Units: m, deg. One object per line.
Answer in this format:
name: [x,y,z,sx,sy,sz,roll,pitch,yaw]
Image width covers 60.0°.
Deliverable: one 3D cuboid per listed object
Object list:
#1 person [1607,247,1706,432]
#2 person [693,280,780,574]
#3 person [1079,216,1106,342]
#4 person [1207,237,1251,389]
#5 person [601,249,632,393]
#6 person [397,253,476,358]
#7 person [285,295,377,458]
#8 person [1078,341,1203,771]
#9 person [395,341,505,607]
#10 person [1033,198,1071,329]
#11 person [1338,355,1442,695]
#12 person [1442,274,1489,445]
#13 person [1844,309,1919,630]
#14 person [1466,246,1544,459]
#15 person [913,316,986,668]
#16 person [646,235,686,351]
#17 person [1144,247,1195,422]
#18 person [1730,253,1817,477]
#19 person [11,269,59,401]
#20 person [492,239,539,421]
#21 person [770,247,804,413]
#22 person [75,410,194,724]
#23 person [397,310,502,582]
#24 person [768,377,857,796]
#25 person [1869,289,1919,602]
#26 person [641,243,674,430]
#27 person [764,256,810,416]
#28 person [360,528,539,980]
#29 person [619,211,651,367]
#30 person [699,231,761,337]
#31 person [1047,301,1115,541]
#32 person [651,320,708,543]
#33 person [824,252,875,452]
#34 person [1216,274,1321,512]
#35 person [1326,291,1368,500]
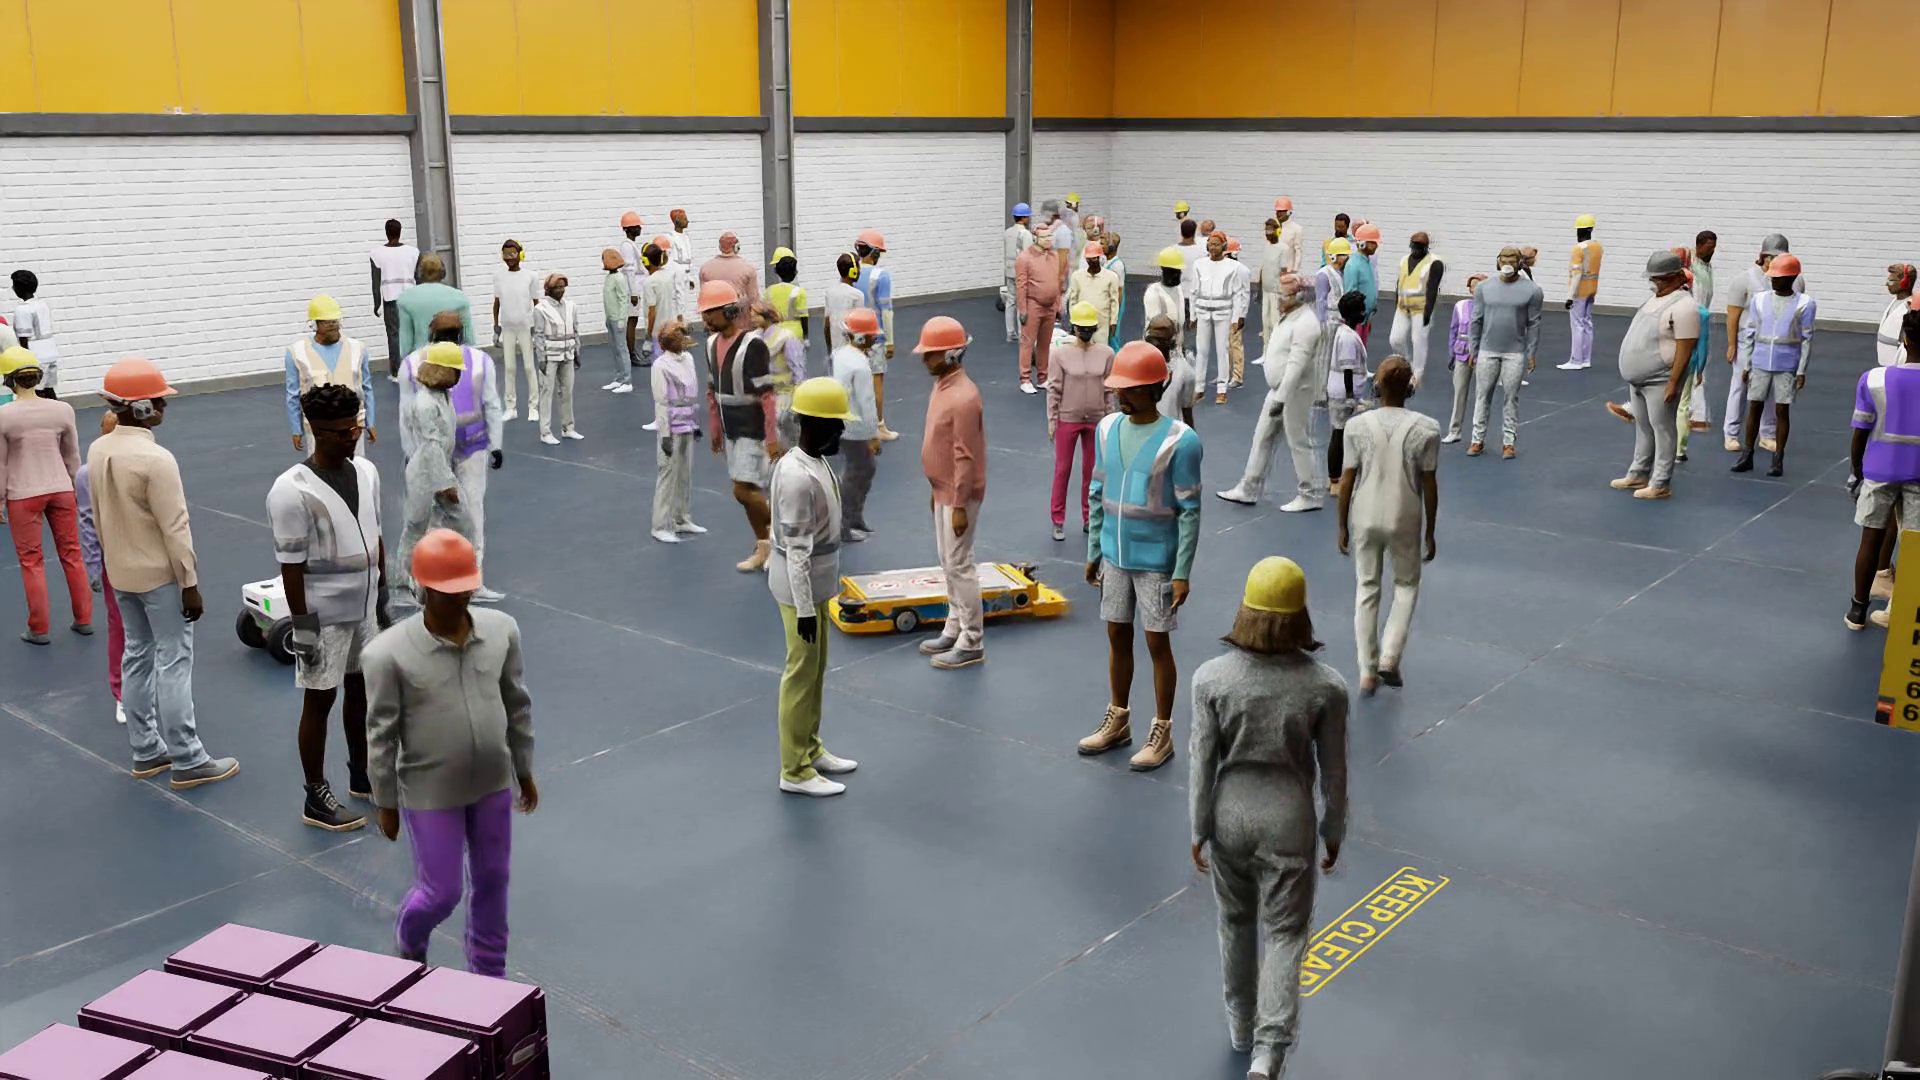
person: [7.106,-2.018,16.669,0.611,1.819,1.030,-13,19,-41]
person: [-1.477,-0.739,11.185,0.578,2.007,0.640,-10,17,-36]
person: [1.653,-3.038,20.591,0.409,1.906,0.642,-6,15,-23]
person: [3.111,-2.630,19.284,0.348,1.739,0.572,-7,16,-25]
person: [-3.943,-2.507,19.015,0.264,1.632,0.508,-8,16,-29]
person: [-4.698,-1.625,14.968,0.645,1.902,0.991,-1,14,-3]
person: [-4.493,-0.836,11.941,0.607,1.831,0.404,-8,16,-30]
person: [0.831,0.078,7.861,0.614,2.040,0.376,13,19,42]
person: [-3.242,-0.396,10.433,0.785,1.691,0.504,1,14,5]
person: [1.242,-3.860,23.599,0.546,2.000,0.731,-12,19,-40]
person: [2.282,-0.073,8.875,0.532,1.834,0.398,6,15,21]
person: [4.888,-1.709,15.814,0.513,1.642,0.313,11,18,38]
person: [5.628,-0.400,9.924,0.607,1.966,0.367,8,16,30]
person: [4.972,-1.715,15.233,0.627,1.940,0.372,6,15,22]
person: [-0.058,-0.269,9.374,0.407,1.985,0.609,-4,14,-14]
person: [-3.482,-2.707,19.589,0.567,1.744,0.350,8,16,29]
person: [1.986,-1.744,15.413,0.621,1.907,0.604,12,19,40]
person: [7.082,-1.517,14.453,0.547,1.934,0.375,13,19,41]
person: [-8.692,-1.699,15.685,0.321,1.683,0.540,-1,14,-4]
person: [-4.563,-2.153,17.117,0.513,1.876,0.328,0,14,1]
person: [-1.810,-2.186,17.480,0.341,1.760,0.525,0,14,2]
person: [-4.214,0.115,8.538,0.502,1.632,0.277,-12,18,-39]
person: [-3.368,-0.606,11.030,0.636,1.829,0.474,-6,15,-24]
person: [-0.661,0.212,7.579,0.402,1.918,0.590,1,14,5]
person: [6.096,-0.614,10.623,0.373,2.043,0.615,8,16,29]
person: [-3.028,-2.028,16.638,0.331,1.866,0.513,4,15,17]
person: [-1.772,-2.078,17.175,0.541,1.696,0.315,8,16,30]
person: [-1.708,0.793,5.623,0.437,1.739,0.569,13,19,43]
person: [-4.122,-3.168,21.035,0.347,1.943,0.544,-3,14,-10]
person: [-2.435,-2.334,17.771,0.653,1.906,0.408,2,14,7]
person: [0.896,-0.868,12.202,0.532,1.767,0.328,-4,15,-16]
person: [-2.098,-0.802,12.236,0.348,1.625,0.547,5,15,18]
person: [-1.033,-1.716,15.380,0.533,1.868,0.310,12,19,41]
person: [2.447,-1.135,13.035,0.847,1.873,0.666,-2,14,-8]
person: [3.169,-1.189,13.624,0.318,1.697,0.536,2,14,8]
